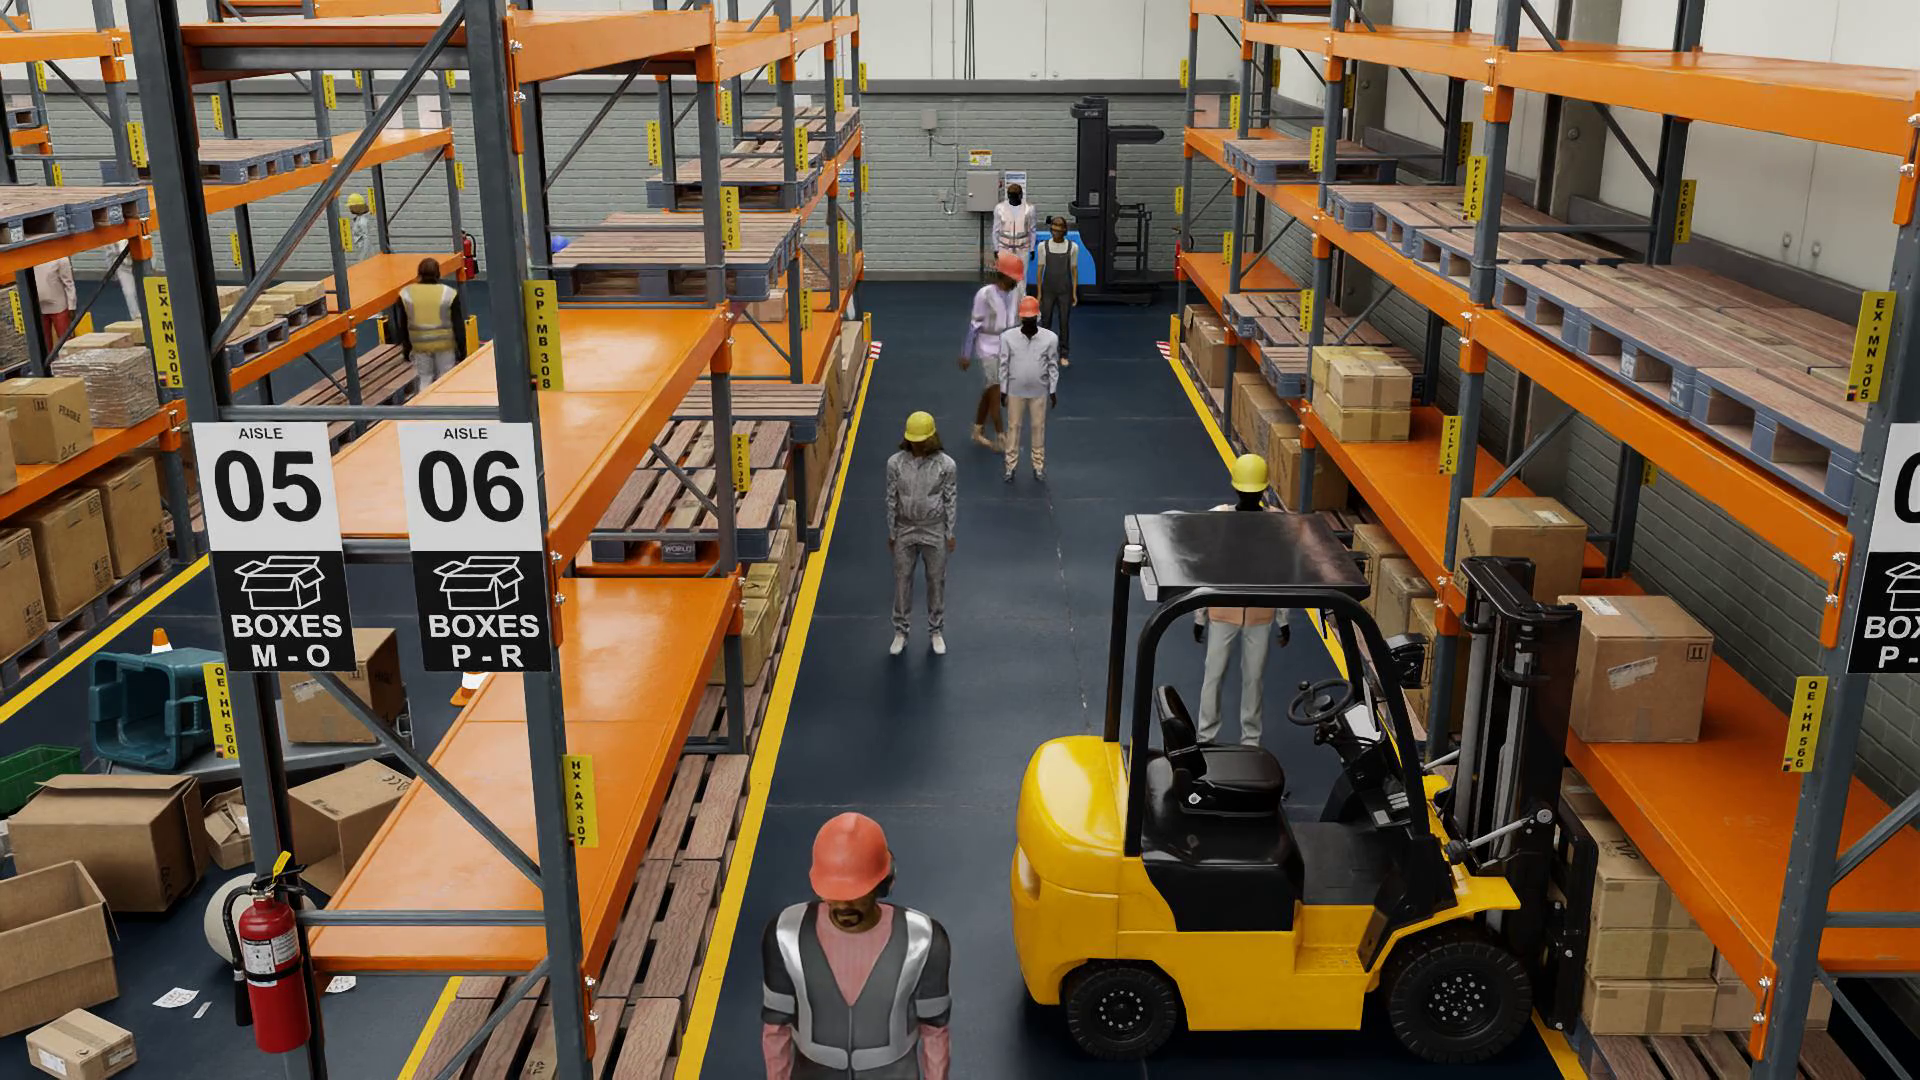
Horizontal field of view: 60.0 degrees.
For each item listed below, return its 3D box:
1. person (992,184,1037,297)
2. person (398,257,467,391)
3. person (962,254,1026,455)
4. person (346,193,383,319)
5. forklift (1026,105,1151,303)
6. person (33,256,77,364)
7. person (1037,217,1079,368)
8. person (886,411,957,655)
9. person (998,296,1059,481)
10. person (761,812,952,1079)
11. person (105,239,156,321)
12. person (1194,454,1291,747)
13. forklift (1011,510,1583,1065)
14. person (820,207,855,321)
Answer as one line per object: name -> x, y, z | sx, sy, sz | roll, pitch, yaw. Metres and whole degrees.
person -> 0.772, -4.129, 23.617 | 0.624, 1.837, 0.430 | 1, 18, 2
person -> -5.432, -2.009, 17.218 | 0.650, 1.823, 0.458 | -2, 18, -6
person -> 0.424, -1.826, 16.434 | 0.676, 1.974, 0.959 | -17, 25, -42
person -> -8.351, -3.974, 23.292 | 0.325, 1.740, 0.492 | -8, 20, -22
forklift -> 1.857, -4.944, 24.441 | 1.873, 2.768, 1.129 | 0, 18, 0
person -> -10.319, -2.631, 18.833 | 0.612, 1.996, 0.389 | 1, 18, 2
person -> 1.185, -3.009, 20.225 | 0.507, 1.838, 0.351 | 1, 18, 2
person -> -0.266, -0.044, 11.422 | 0.486, 1.735, 0.322 | 1, 18, 2
person -> 0.637, -1.409, 15.516 | 0.564, 1.752, 0.337 | 1, 18, 2
person -> -0.331, 1.800, 5.361 | 0.608, 2.045, 0.391 | 1, 18, 2
person -> -11.118, -3.690, 22.317 | 0.607, 1.816, 0.557 | -12, 22, -32
person -> 1.650, 0.423, 9.706 | 0.588, 1.928, 0.383 | 1, 18, 2
forklift -> 1.387, 1.055, 7.378 | 2.313, 2.155, 1.214 | 0, 18, 0
person -> -1.679, -3.747, 22.799 | 0.506, 1.622, 0.316 | 2, 18, 5
